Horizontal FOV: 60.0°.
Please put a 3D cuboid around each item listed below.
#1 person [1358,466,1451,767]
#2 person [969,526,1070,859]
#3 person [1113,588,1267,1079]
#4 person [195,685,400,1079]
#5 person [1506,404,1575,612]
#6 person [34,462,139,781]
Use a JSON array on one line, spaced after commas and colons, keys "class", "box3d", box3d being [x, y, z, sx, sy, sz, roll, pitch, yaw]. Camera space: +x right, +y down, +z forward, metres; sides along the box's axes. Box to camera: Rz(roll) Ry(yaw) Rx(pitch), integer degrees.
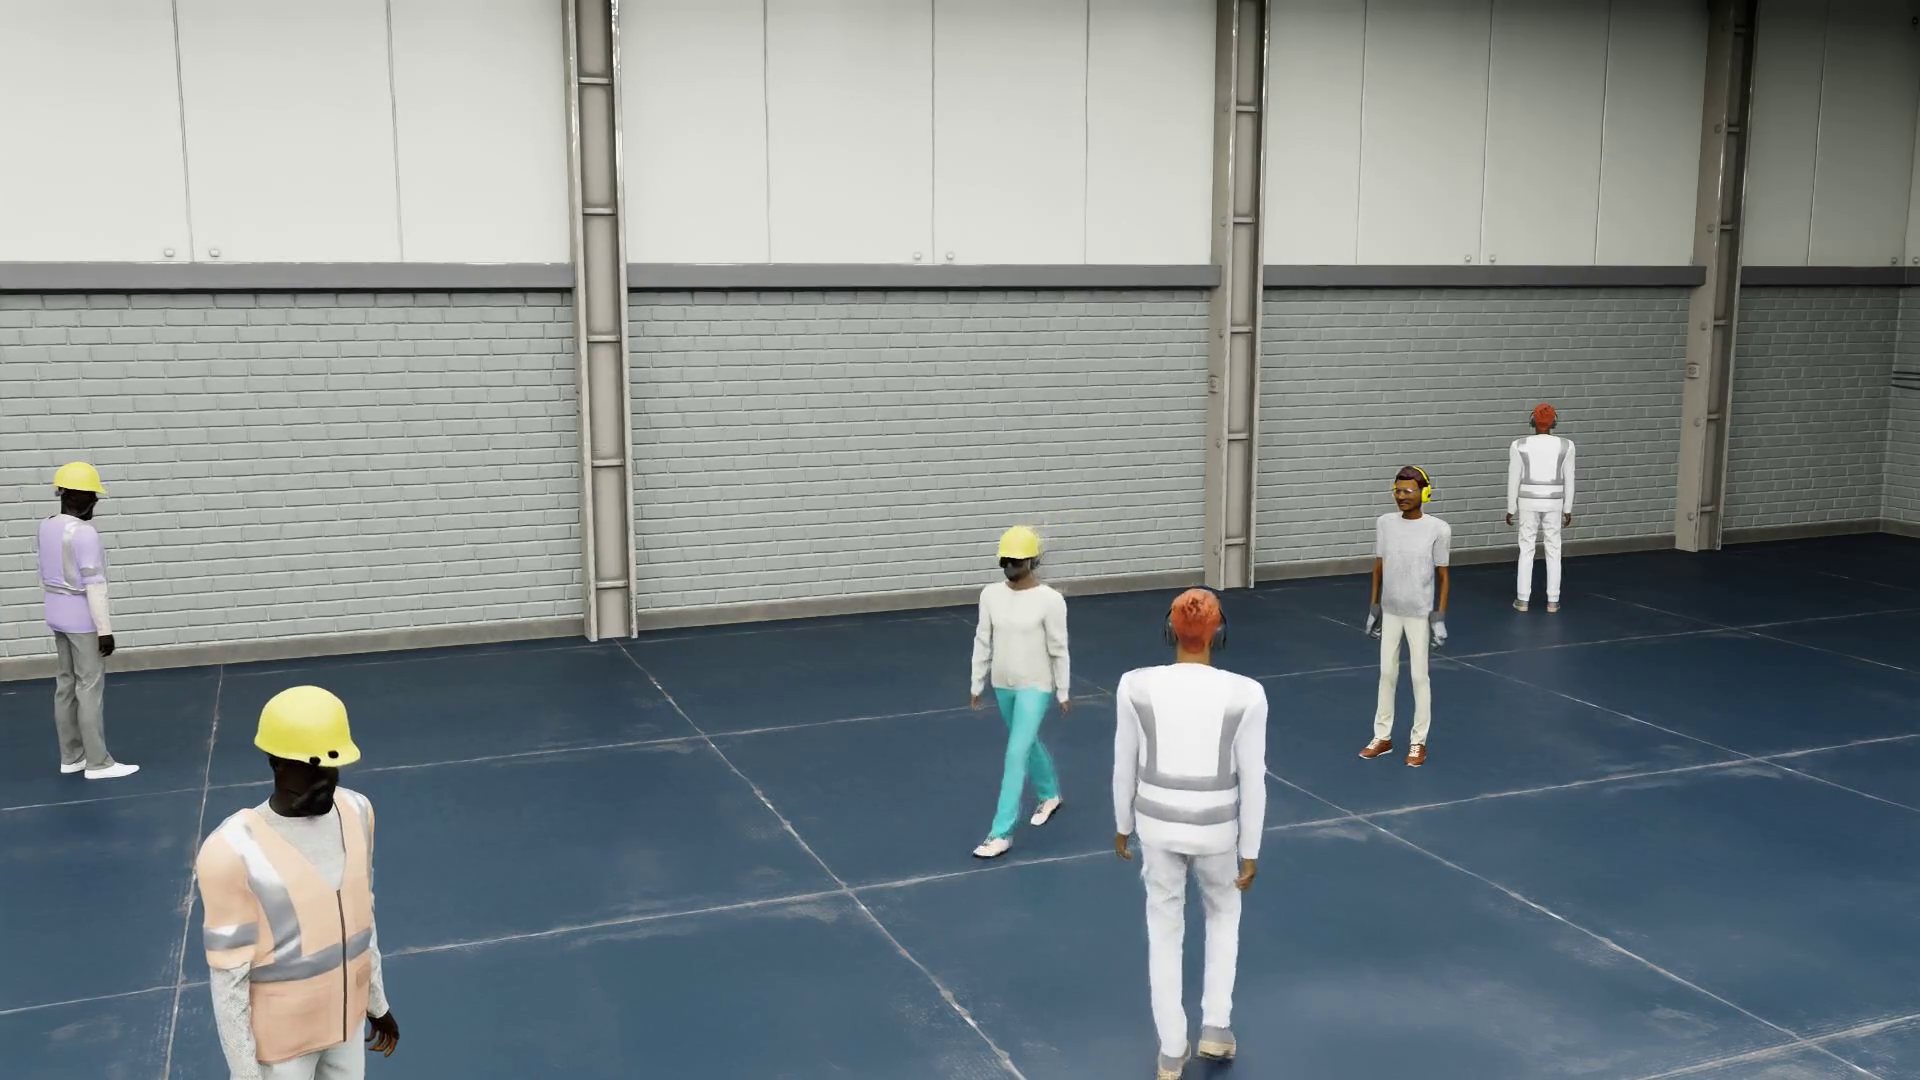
[{"class": "person", "box3d": [2.769, 0.467, 10.318, 0.519, 1.874, 0.331, 7, 12, 39]}, {"class": "person", "box3d": [0.325, 0.769, 8.889, 0.537, 1.717, 0.934, 6, 11, 35]}, {"class": "person", "box3d": [0.866, 1.105, 6.336, 0.579, 1.867, 0.511, 2, 9, 11]}, {"class": "person", "box3d": [-1.807, 1.344, 4.645, 0.375, 1.924, 0.585, 4, 10, 22]}, {"class": "person", "box3d": [5.235, -0.287, 15.011, 0.573, 1.883, 0.356, 2, 9, 14]}, {"class": "person", "box3d": [-5.290, 0.490, 10.026, 0.584, 1.918, 0.381, 6, 11, 34]}]
